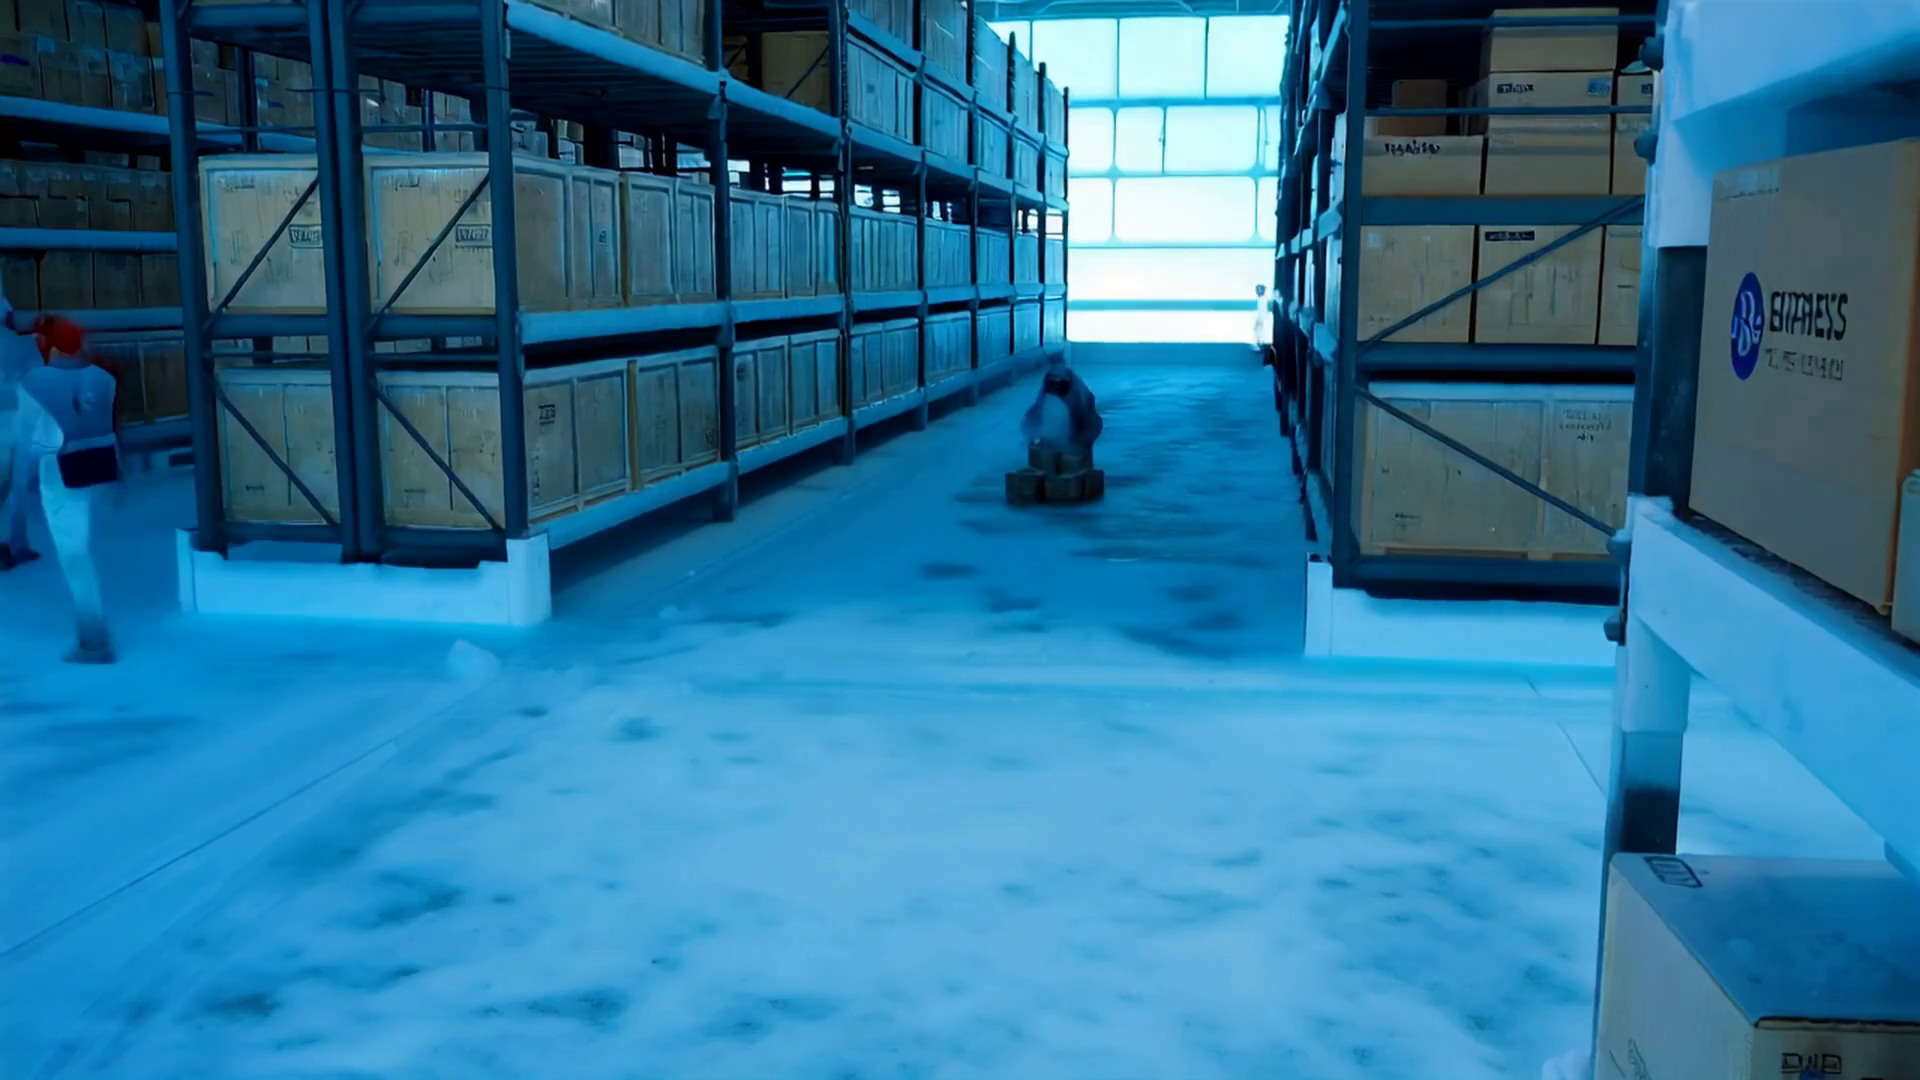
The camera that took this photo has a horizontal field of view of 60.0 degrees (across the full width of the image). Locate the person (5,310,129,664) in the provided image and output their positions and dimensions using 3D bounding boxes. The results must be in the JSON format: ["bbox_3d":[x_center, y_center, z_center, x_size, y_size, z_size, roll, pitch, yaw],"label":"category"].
[{"bbox_3d":[-4.636,-0.261,8.585,0.577,1.826,0.566,3,10,15],"label":"person"}]

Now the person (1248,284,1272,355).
[{"bbox_3d":[7.377,-5.383,40.607,0.573,1.735,0.579,2,9,11],"label":"person"}]

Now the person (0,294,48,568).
[{"bbox_3d":[-6.491,-0.728,11.293,0.649,1.884,0.713,0,9,1],"label":"person"}]
